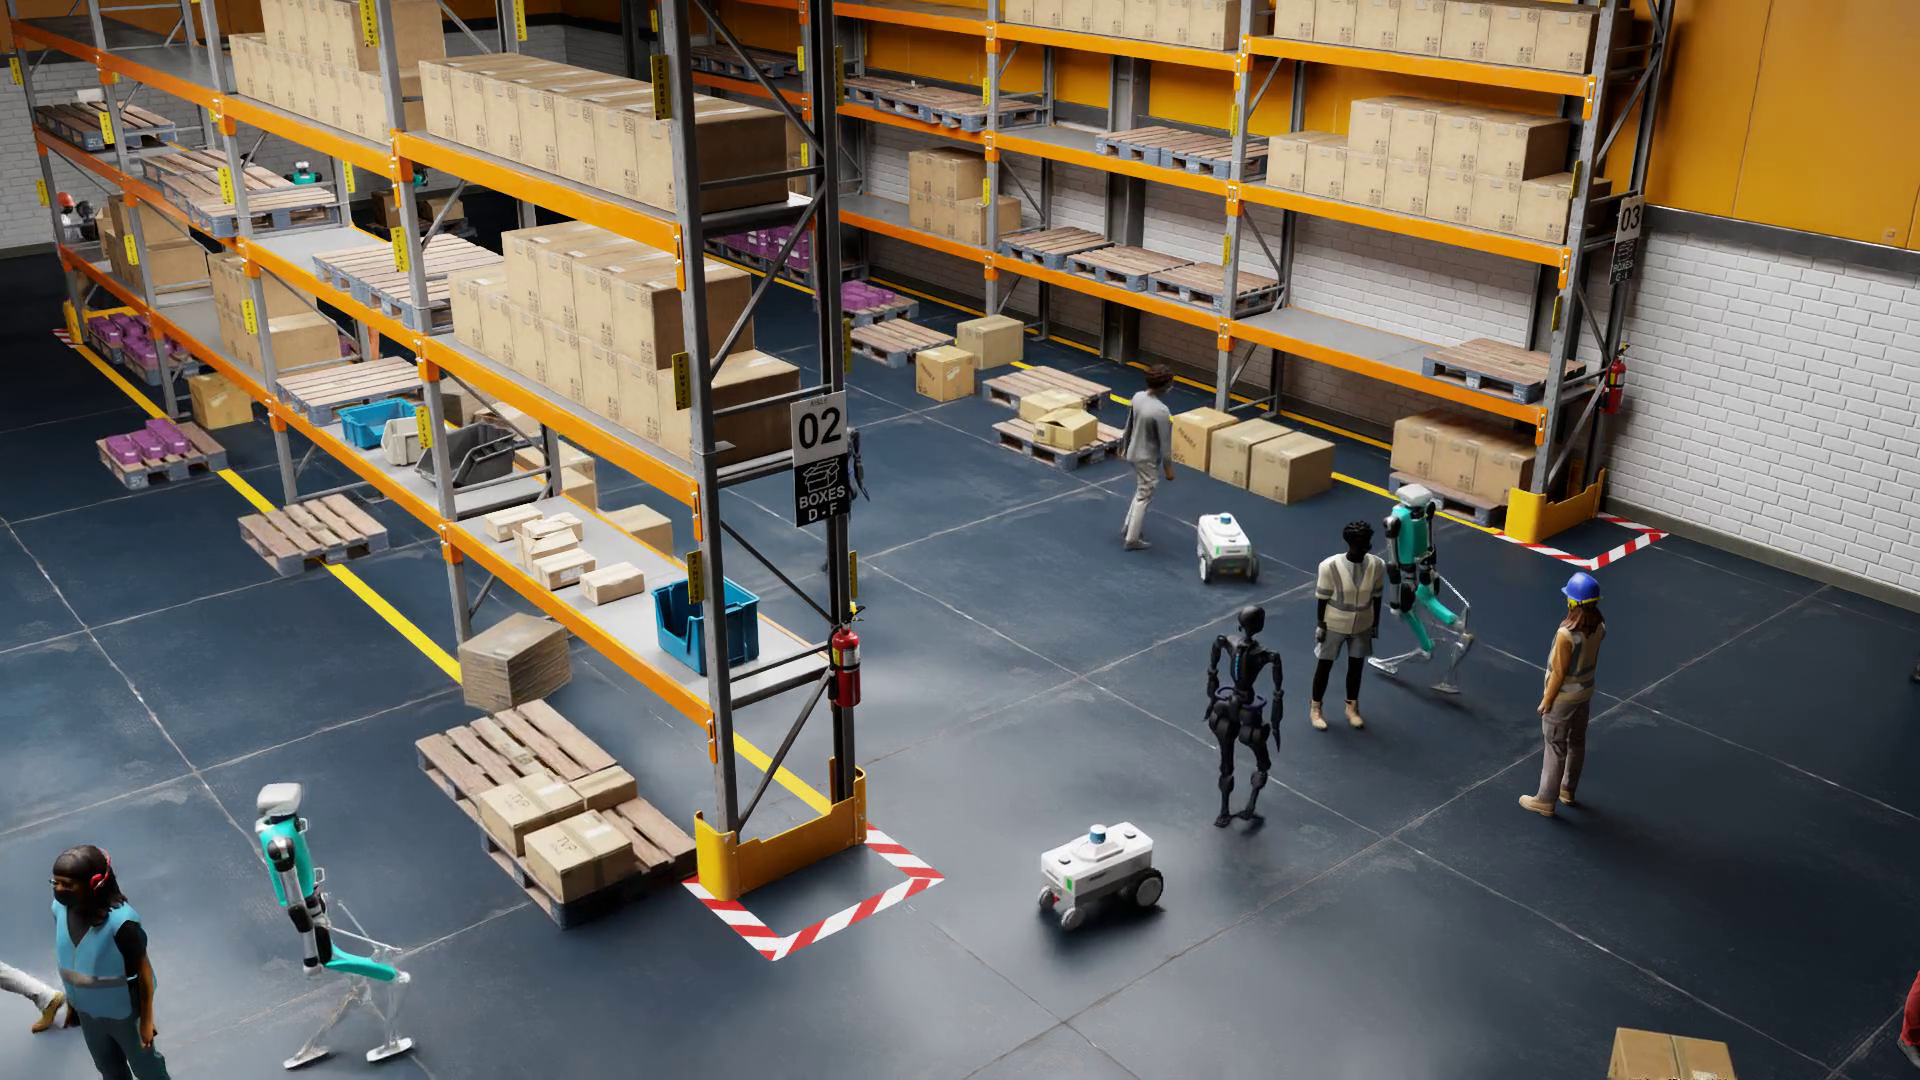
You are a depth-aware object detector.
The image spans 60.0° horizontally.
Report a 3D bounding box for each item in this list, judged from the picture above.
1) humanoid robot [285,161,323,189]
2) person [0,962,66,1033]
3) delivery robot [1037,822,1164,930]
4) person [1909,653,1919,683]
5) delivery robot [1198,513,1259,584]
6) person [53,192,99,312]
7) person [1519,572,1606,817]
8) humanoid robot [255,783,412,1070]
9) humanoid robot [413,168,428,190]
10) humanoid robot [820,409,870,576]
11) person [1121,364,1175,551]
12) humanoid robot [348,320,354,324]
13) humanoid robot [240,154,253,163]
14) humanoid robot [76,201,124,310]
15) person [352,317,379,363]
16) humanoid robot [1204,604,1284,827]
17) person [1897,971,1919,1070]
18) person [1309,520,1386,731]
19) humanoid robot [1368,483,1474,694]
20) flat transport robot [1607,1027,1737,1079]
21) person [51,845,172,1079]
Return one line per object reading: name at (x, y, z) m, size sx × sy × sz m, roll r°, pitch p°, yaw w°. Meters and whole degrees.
humanoid robot at (-9.808, -4.823, 24.958) m, size 0.560 × 1.760 × 0.888 m, roll -15°, pitch 28°, yaw -31°
person at (-5.457, 2.107, 9.056) m, size 0.806 × 1.625 × 0.458 m, roll -9°, pitch 25°, yaw -20°
delivery robot at (0.882, 2.076, 10.496) m, size 0.804 × 0.610 × 0.499 m, roll -15°, pitch 27°, yaw -30°
person at (7.808, 0.260, 12.961) m, size 0.546 × 1.924 × 0.382 m, roll 14°, pitch 27°, yaw 29°
delivery robot at (2.409, 0.046, 15.165) m, size 0.499 × 0.585 × 0.785 m, roll -2°, pitch 23°, yaw -5°
person at (-12.217, -3.908, 22.848) m, size 0.426 × 1.737 × 0.565 m, roll -20°, pitch 30°, yaw -39°
person at (4.127, 1.046, 11.318) m, size 0.462 × 1.778 × 0.310 m, roll -16°, pitch 28°, yaw -33°
humanoid robot at (-3.312, 2.084, 9.000) m, size 0.889 × 1.780 × 0.571 m, roll -9°, pitch 25°, yaw -20°
humanoid robot at (-9.383, -6.114, 27.977) m, size 0.936 × 1.773 × 0.546 m, roll 9°, pitch 25°, yaw 20°
humanoid robot at (-1.081, -0.459, 14.929) m, size 0.312 × 1.653 × 0.599 m, roll 20°, pitch 30°, yaw 38°
person at (1.713, -0.774, 15.433) m, size 0.434 × 1.866 × 0.648 m, roll -11°, pitch 26°, yaw -23°
humanoid robot at (-8.271, -3.701, 22.419) m, size 0.783 × 1.806 × 0.541 m, roll 9°, pitch 25°, yaw 19°
humanoid robot at (-10.963, -5.176, 25.881) m, size 0.610 × 1.634 × 0.675 m, roll 11°, pitch 26°, yaw 23°
humanoid robot at (-11.795, -3.833, 22.772) m, size 0.616 × 1.633 × 0.610 m, roll -21°, pitch 31°, yaw -40°
person at (-7.192, -2.751, 20.138) m, size 0.501 × 1.758 × 0.344 m, roll 14°, pitch 27°, yaw 29°
humanoid robot at (1.897, 1.163, 11.177) m, size 0.586 × 1.652 × 0.375 m, roll 16°, pitch 28°, yaw 32°
person at (5.444, 2.062, 8.975) m, size 0.525 × 1.772 × 0.305 m, roll -12°, pitch 26°, yaw -25°
person at (2.888, 0.630, 12.395) m, size 0.533 × 1.693 × 0.319 m, roll -3°, pitch 24°, yaw -7°
humanoid robot at (3.622, 0.464, 12.757) m, size 0.569 × 1.740 × 1.047 m, roll -18°, pitch 29°, yaw -36°
flat transport robot at (3.640, 3.365, 7.852) m, size 1.431 × 0.231 × 0.659 m, roll 5°, pitch 24°, yaw 12°
person at (-4.201, 2.325, 8.247) m, size 0.520 × 1.866 × 0.392 m, roll 6°, pitch 24°, yaw 14°
